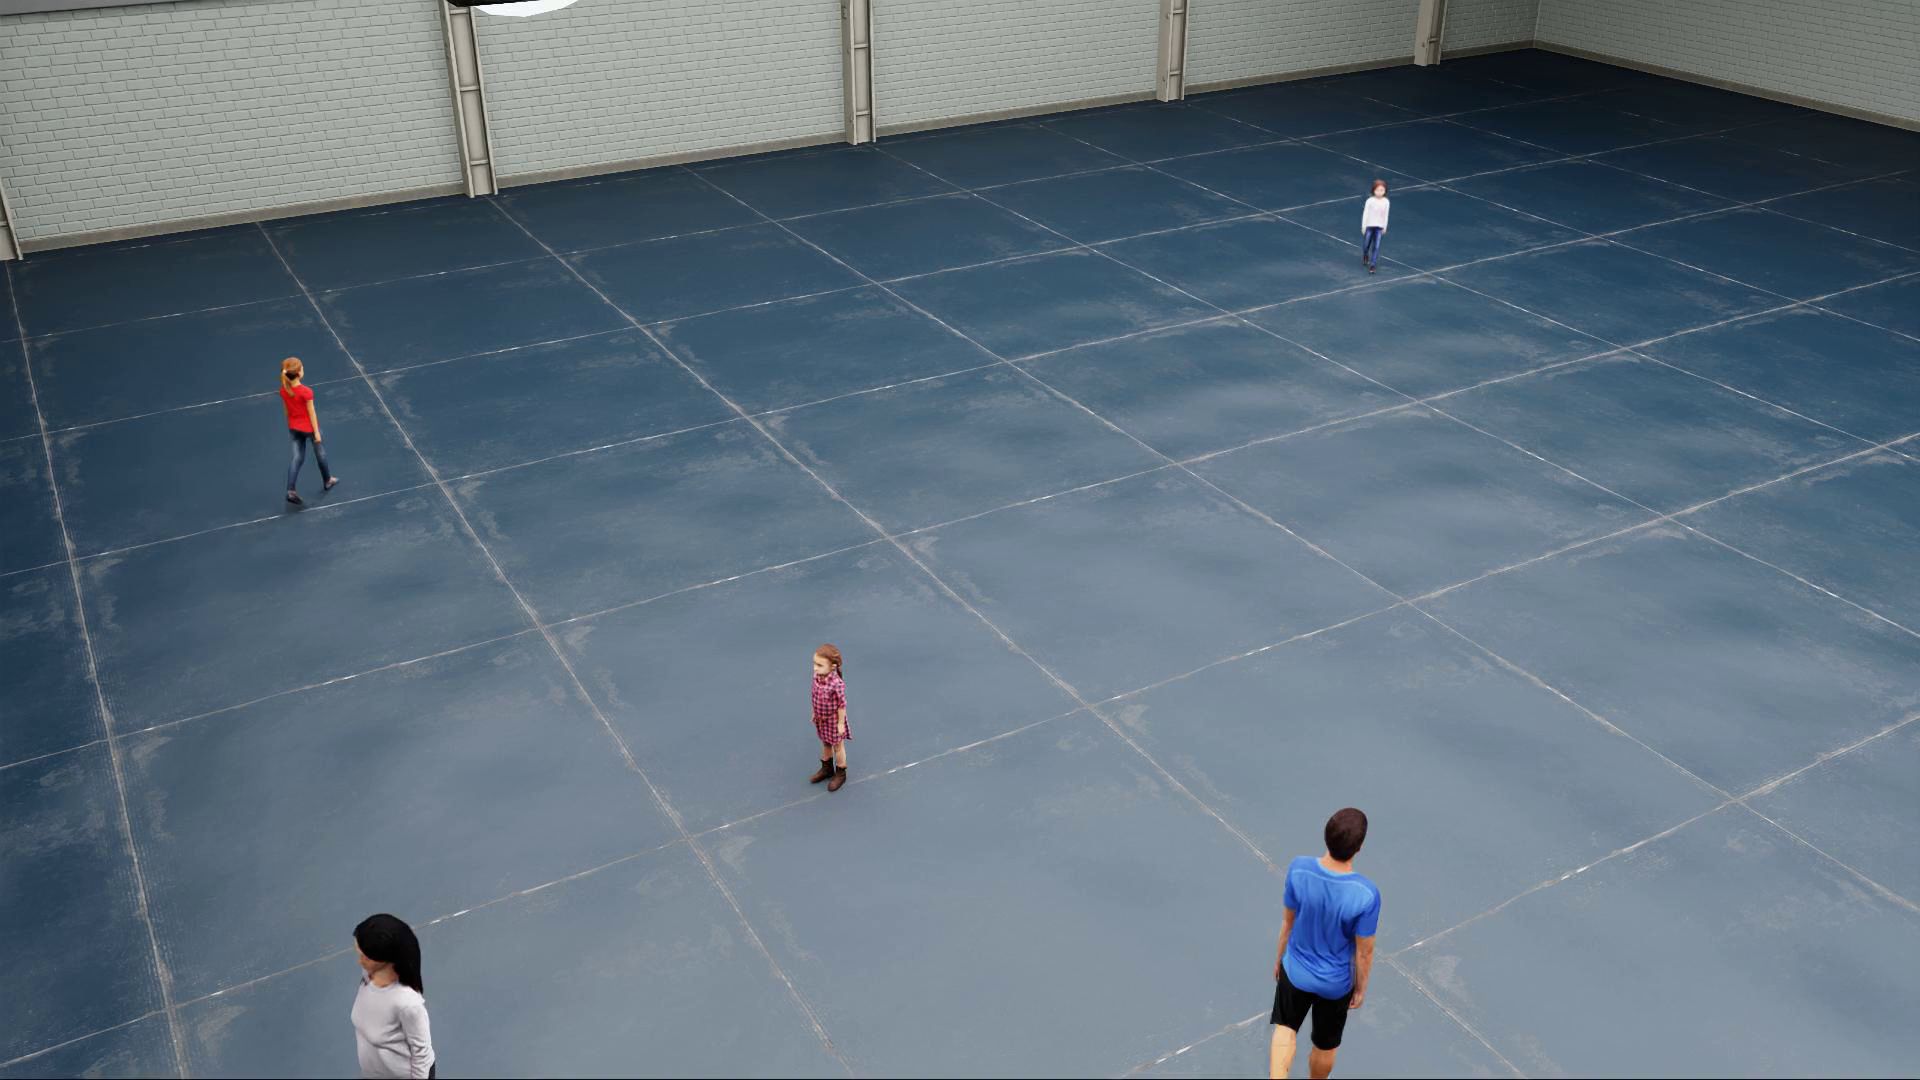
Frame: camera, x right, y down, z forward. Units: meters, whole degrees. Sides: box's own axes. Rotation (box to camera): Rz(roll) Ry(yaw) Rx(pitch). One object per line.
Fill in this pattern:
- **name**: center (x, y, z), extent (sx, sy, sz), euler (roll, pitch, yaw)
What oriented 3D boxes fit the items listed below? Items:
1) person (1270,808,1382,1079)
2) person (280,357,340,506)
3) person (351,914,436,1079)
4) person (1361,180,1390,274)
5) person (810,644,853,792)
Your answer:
- **person**: center (1.664, 2.108, 7.848), extent (0.907, 1.847, 1.025), euler (13, 30, 23)
- **person**: center (-5.704, -0.924, 14.346), extent (0.853, 1.289, 0.902), euler (6, 28, 12)
- **person**: center (-2.501, 2.368, 7.501), extent (0.680, 1.701, 0.660), euler (23, 35, 37)
- **person**: center (5.031, -3.836, 20.215), extent (0.778, 1.093, 0.793), euler (4, 28, 8)
- **person**: center (-0.831, 1.121, 10.667), extent (0.480, 1.021, 0.506), euler (21, 34, 35)
